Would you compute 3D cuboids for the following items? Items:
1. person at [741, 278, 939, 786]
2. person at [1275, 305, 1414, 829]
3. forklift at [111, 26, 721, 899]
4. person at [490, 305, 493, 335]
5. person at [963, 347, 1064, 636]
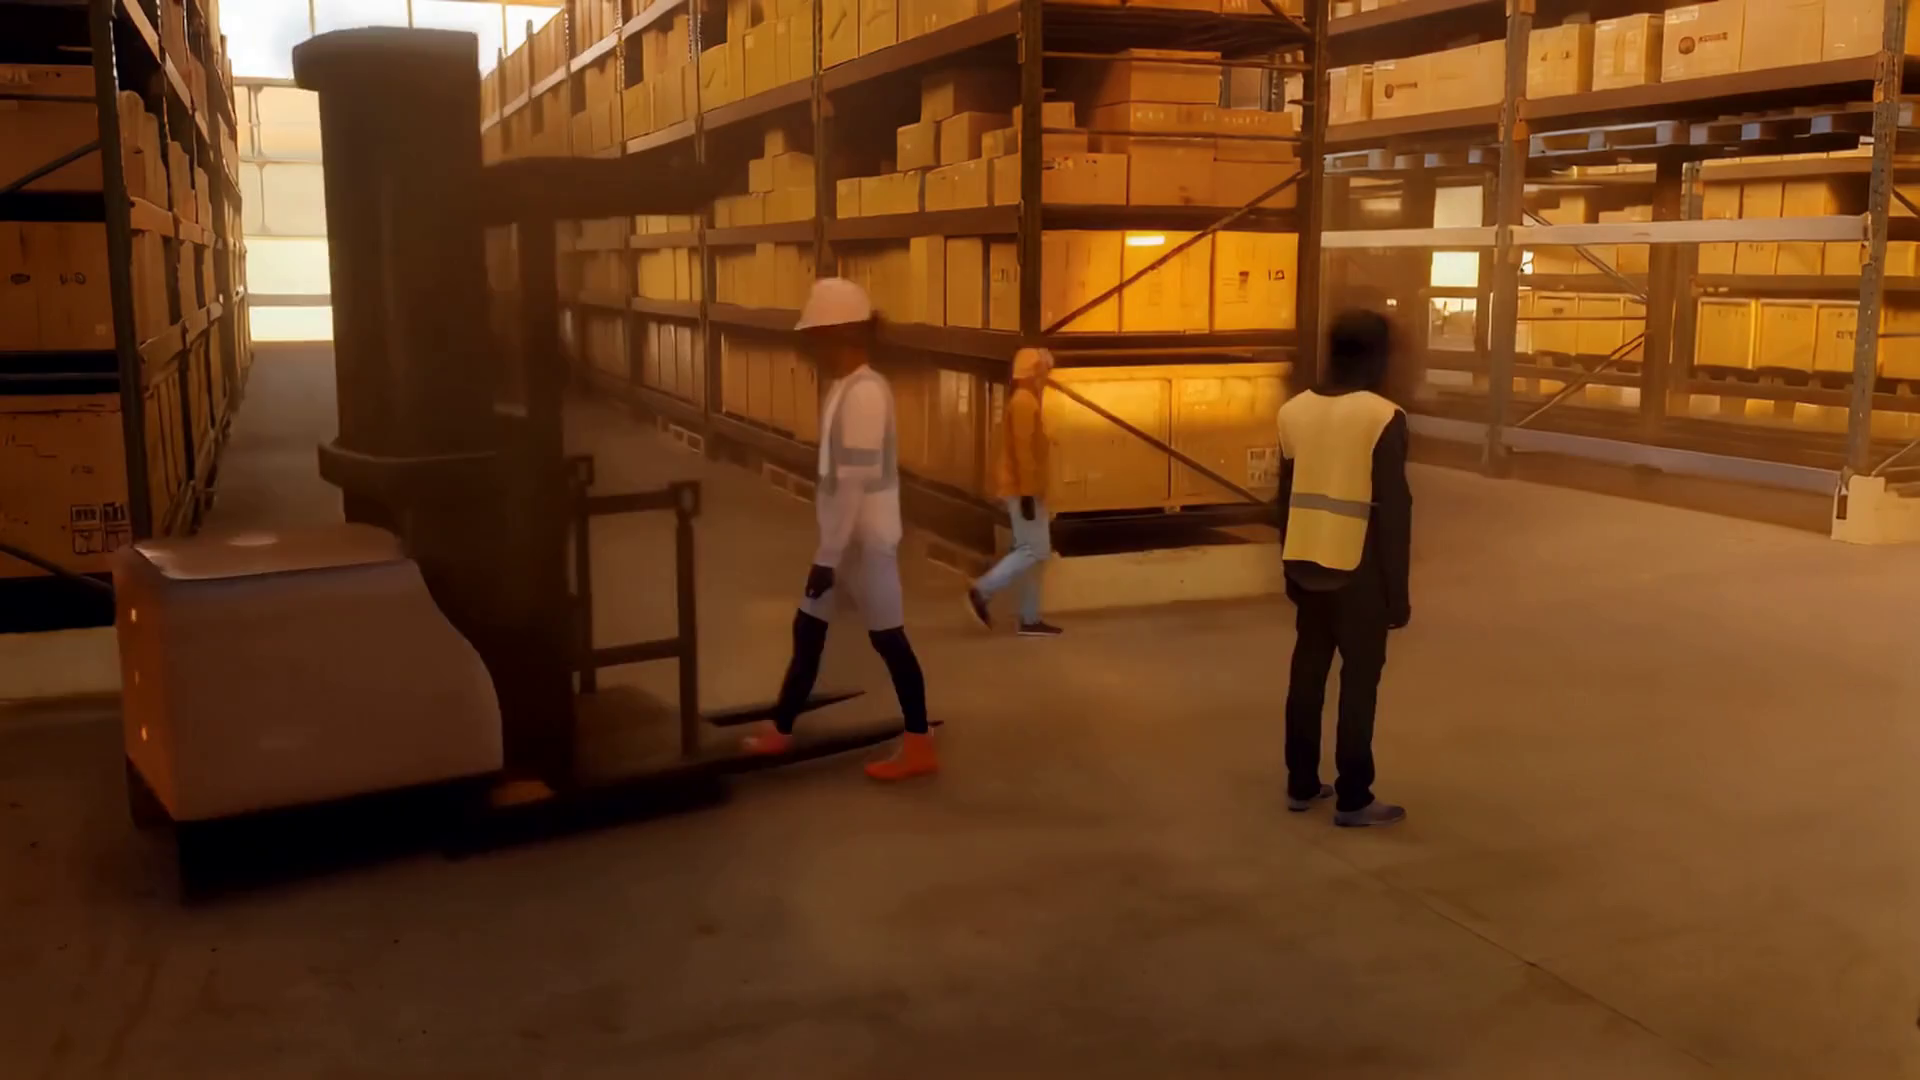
[{"bbox_3d":[-0.529,0.001,6.465,0.999,1.996,0.626,-2,10,-14],"label":"person"},{"bbox_3d":[1.399,0.105,6.130,0.376,1.916,0.601,-7,12,-36],"label":"person"},{"bbox_3d":[-1.982,-0.349,5.954,1.873,2.768,1.129,-7,11,-34],"label":"forklift"},{"bbox_3d":[-10.804,-5.076,37.783,0.884,1.708,0.576,-6,11,-30],"label":"person"},{"bbox_3d":[0.317,-0.258,9.175,0.469,1.609,0.536,0,9,2],"label":"person"}]
